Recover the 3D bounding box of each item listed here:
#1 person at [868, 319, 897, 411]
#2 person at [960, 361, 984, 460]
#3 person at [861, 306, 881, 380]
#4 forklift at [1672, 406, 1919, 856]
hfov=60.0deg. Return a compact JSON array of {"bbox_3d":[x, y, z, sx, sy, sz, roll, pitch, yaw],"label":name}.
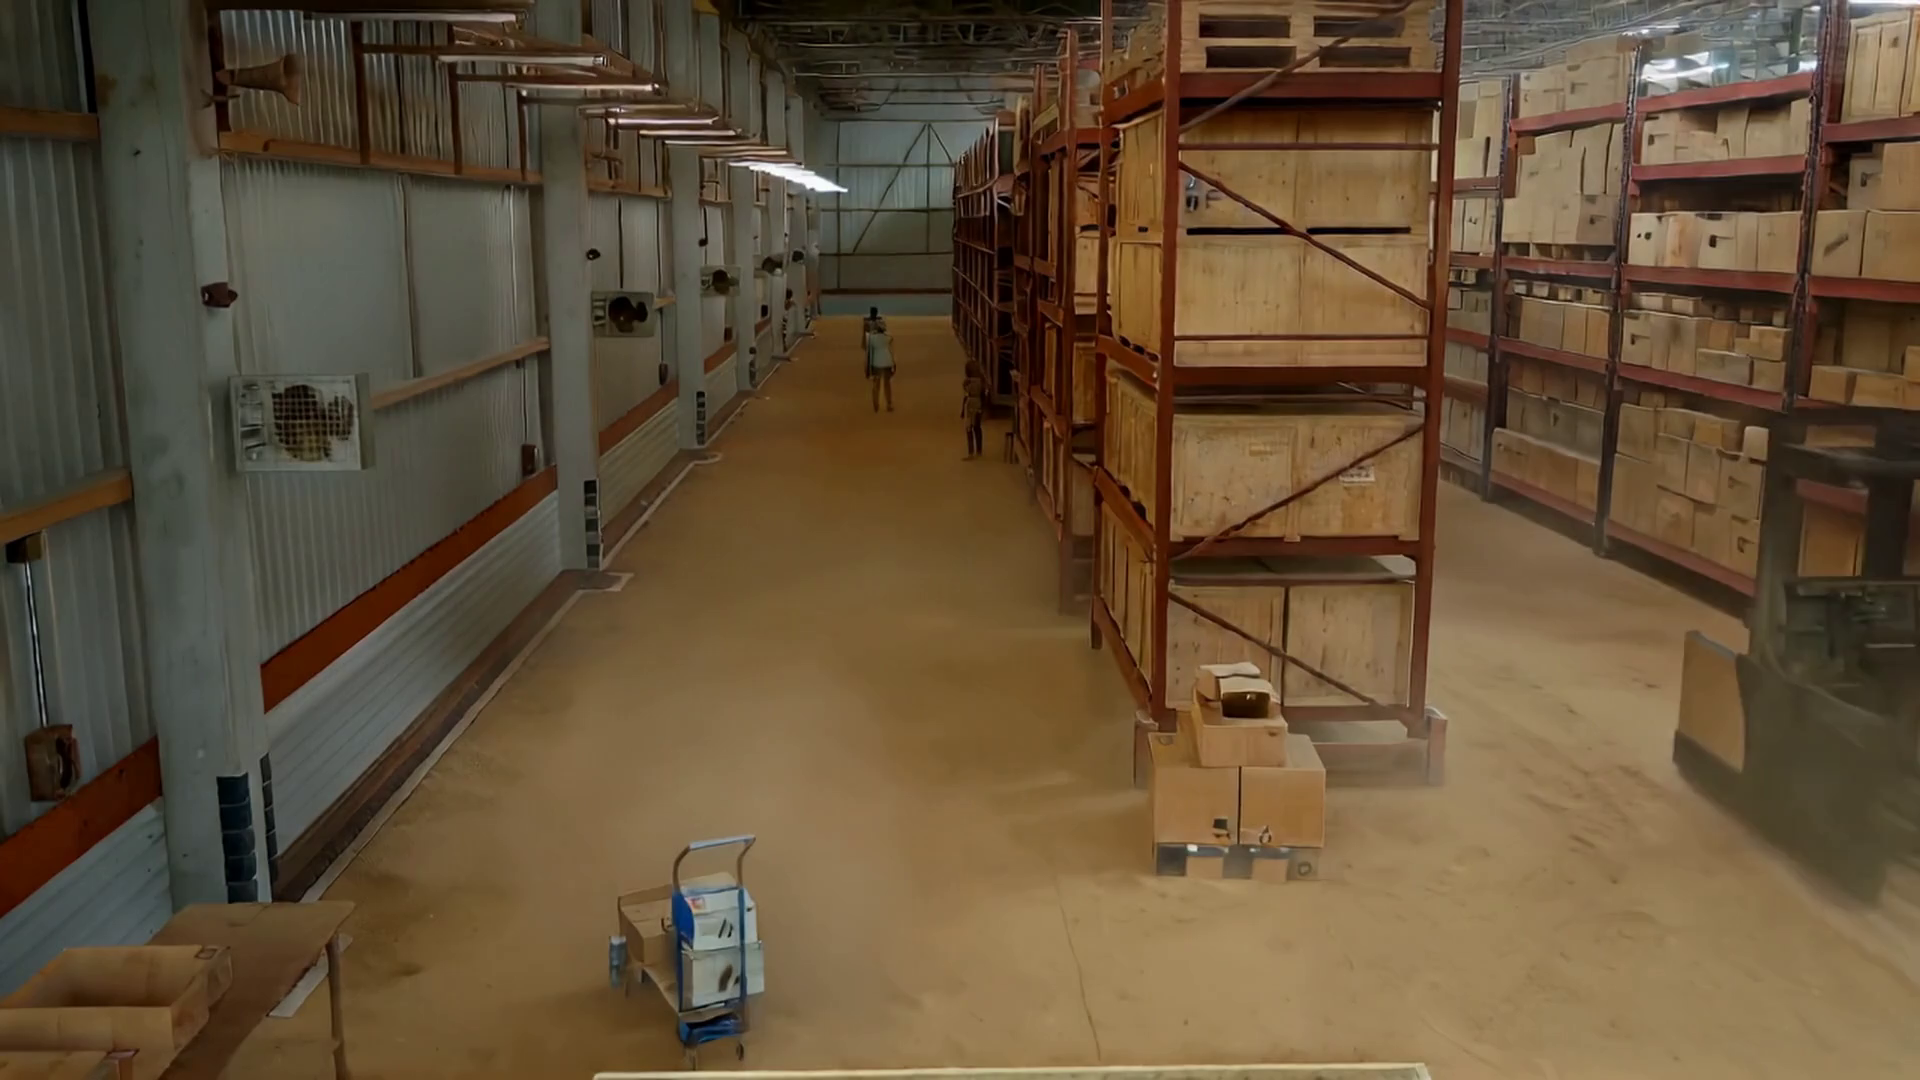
[{"bbox_3d":[-1.658,-3.754,35.724,0.620,1.985,0.406,-3,11,-16],"label":"person"},{"bbox_3d":[0.201,-2.212,28.446,0.315,1.696,0.541,8,14,37],"label":"person"},{"bbox_3d":[-2.235,-5.057,42.710,0.598,1.907,0.405,-2,11,-11],"label":"person"},{"bbox_3d":[5.852,0.490,11.298,1.129,2.768,1.873,0,11,-2],"label":"forklift"}]
